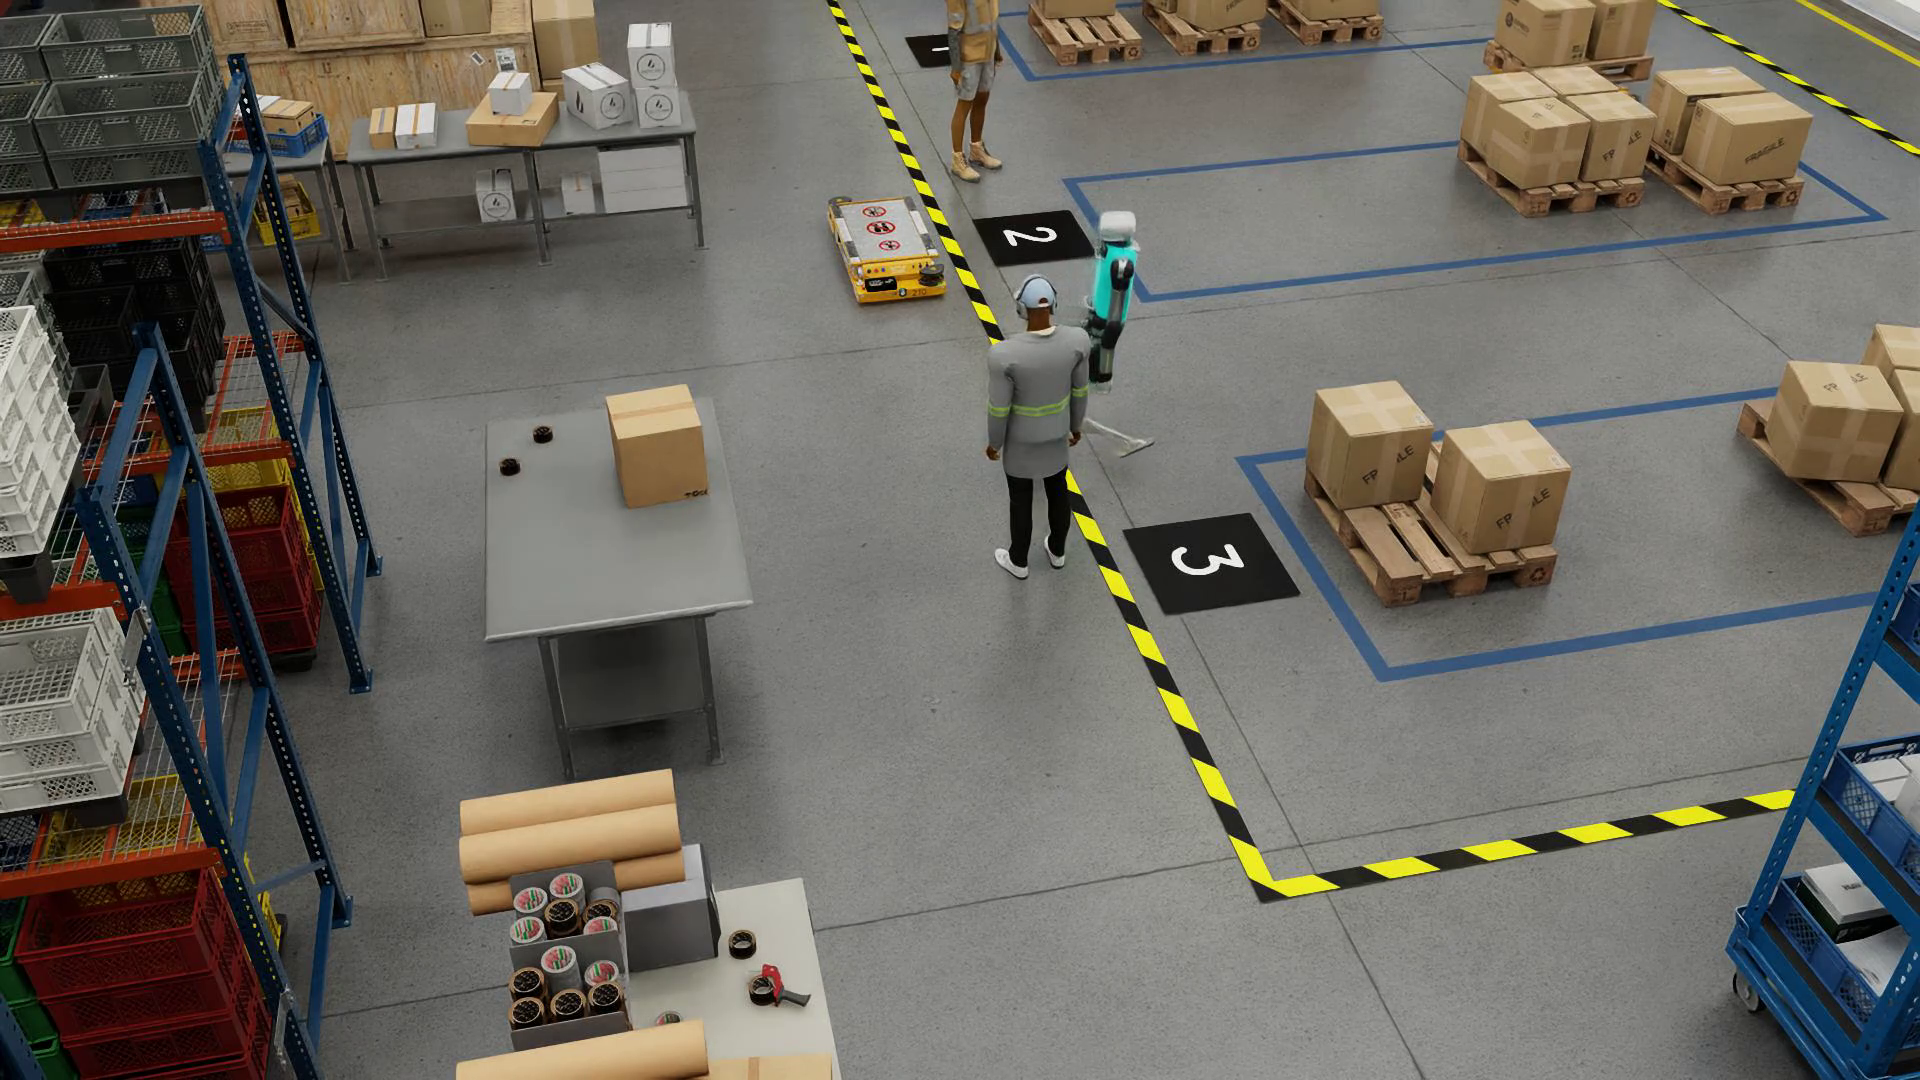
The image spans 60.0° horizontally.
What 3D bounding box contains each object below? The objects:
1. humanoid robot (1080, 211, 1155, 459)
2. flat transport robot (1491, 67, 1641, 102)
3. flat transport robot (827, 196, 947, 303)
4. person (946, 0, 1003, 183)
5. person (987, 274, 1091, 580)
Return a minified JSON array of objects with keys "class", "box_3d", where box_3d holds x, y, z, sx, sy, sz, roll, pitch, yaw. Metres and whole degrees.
[{"class":"humanoid robot","box_3d":[0.691,-1.113,9.824,1.028,1.725,0.546,-1,37,-1]},{"class":"flat transport robot","box_3d":[5.492,-4.138,15.093,0.652,0.197,1.431,-10,38,-13]},{"class":"flat transport robot","box_3d":[-0.570,-2.220,12.538,0.659,0.231,1.431,-8,37,-10]},{"class":"person","box_3d":[0.151,-3.892,13.302,0.389,2.039,0.613,25,43,30]},{"class":"person","box_3d":[0.405,-0.608,9.048,0.587,1.849,0.389,-13,39,-17]}]
